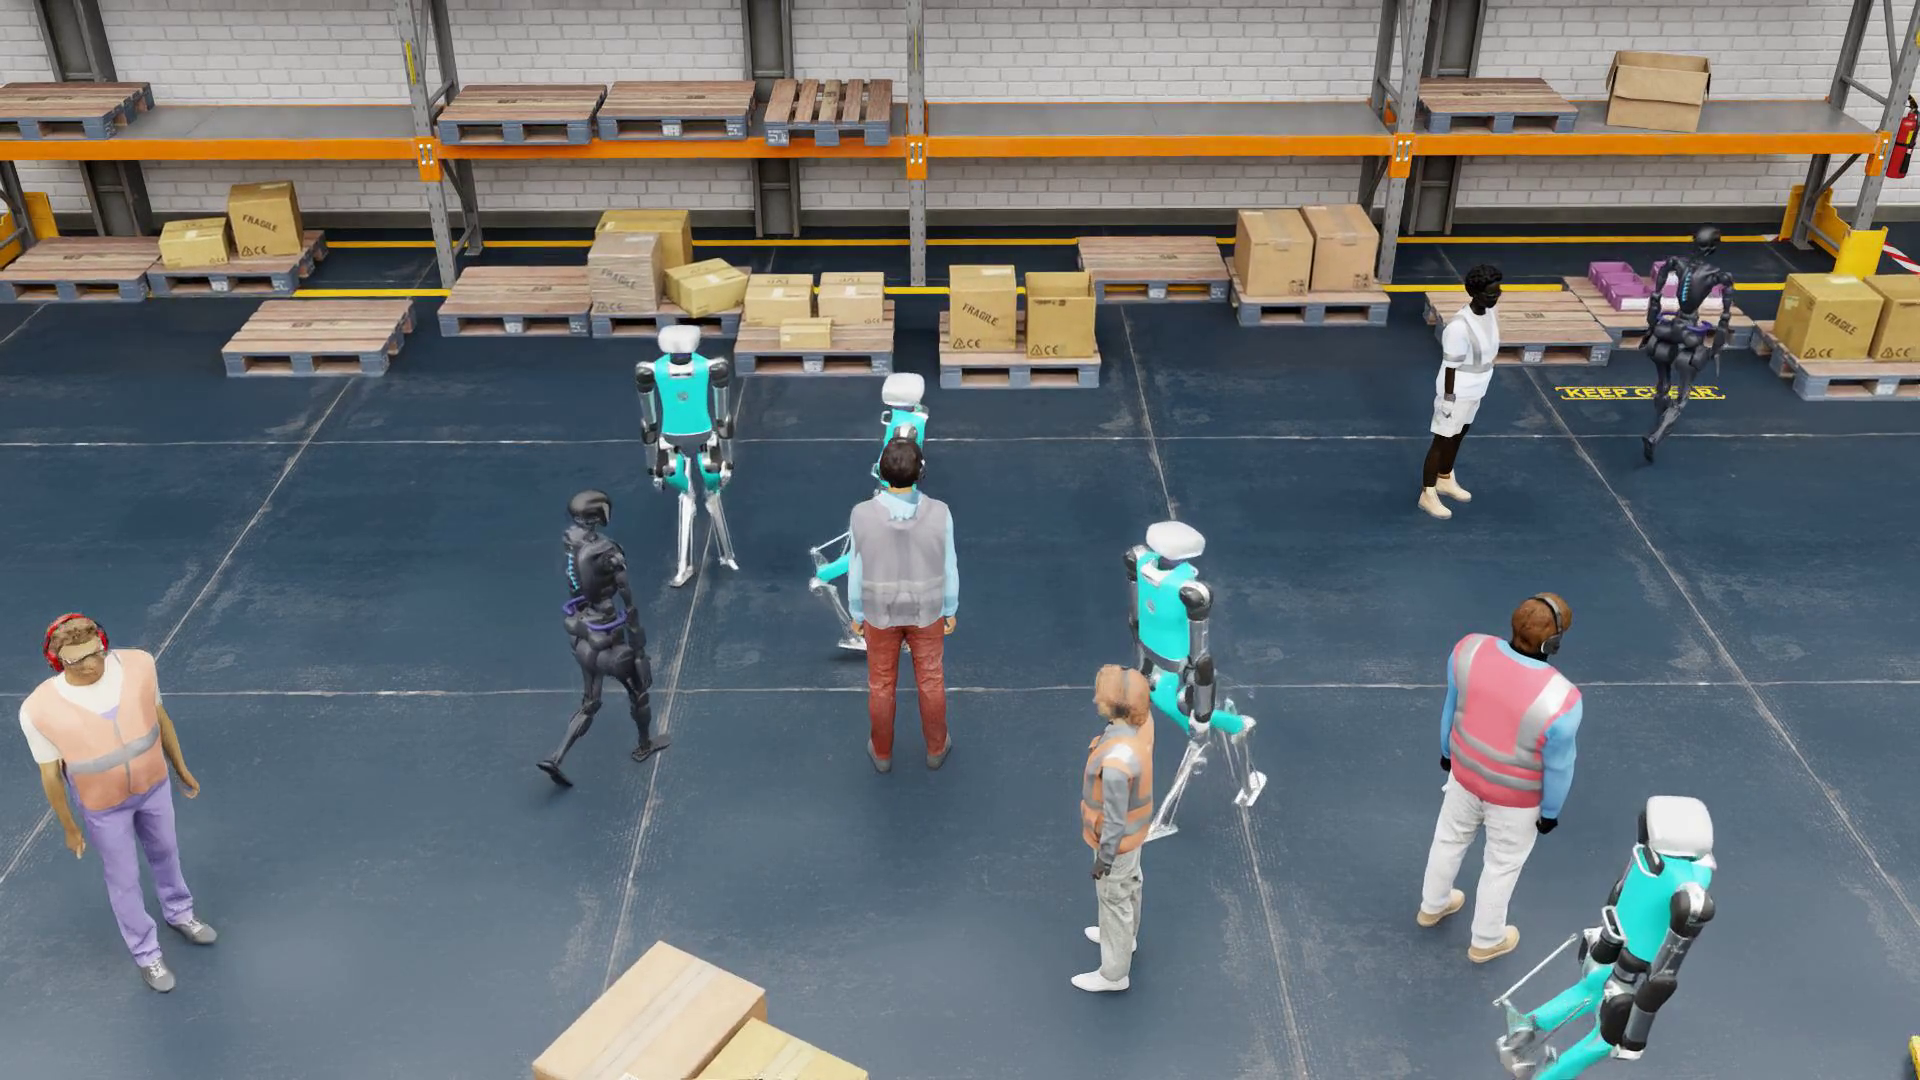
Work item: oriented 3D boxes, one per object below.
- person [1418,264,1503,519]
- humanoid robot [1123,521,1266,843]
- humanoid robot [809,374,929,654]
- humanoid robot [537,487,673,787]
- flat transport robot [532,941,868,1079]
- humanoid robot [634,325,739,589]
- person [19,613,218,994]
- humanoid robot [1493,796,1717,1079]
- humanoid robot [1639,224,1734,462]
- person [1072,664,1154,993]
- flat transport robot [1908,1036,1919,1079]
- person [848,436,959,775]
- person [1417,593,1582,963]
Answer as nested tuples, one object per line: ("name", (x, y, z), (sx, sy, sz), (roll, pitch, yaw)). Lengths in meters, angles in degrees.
("person", (3.217, -0.960, 10.621), (0.317, 1.695, 0.539), (24, 39, 34))
("humanoid robot", (1.237, 0.639, 7.954), (0.927, 1.790, 0.541), (-16, 34, -24))
("humanoid robot", (-0.512, -0.073, 9.118), (0.892, 1.769, 0.549), (0, 31, 0))
("humanoid robot", (-1.821, 0.498, 8.260), (0.591, 1.644, 0.726), (26, 39, 36))
("flat transport robot", (-0.965, 2.569, 6.135), (0.659, 0.231, 1.431), (17, 35, 26))
("humanoid robot", (-1.602, -0.530, 9.873), (0.536, 1.786, 0.784), (-5, 31, -8))
("person", (-3.554, 1.089, 7.085), (0.437, 1.842, 0.568), (20, 36, 30))
("humanoid robot", (2.272, 1.718, 6.211), (0.717, 1.878, 0.550), (2, 31, 3))
("humanoid robot", (4.876, -1.351, 11.314), (0.665, 1.640, 0.588), (-27, 40, -37))
("person", (0.663, 1.222, 7.043), (0.304, 1.639, 0.523), (8, 32, 14))
("flat transport robot", (4.603, 2.321, 6.547), (1.431, 0.231, 0.659), (8, 32, 13))
("person", (-0.278, 0.358, 8.251), (0.548, 1.877, 0.406), (-2, 31, -3))
("person", (2.345, 1.021, 7.200), (0.431, 1.835, 0.628), (-22, 38, -32))
